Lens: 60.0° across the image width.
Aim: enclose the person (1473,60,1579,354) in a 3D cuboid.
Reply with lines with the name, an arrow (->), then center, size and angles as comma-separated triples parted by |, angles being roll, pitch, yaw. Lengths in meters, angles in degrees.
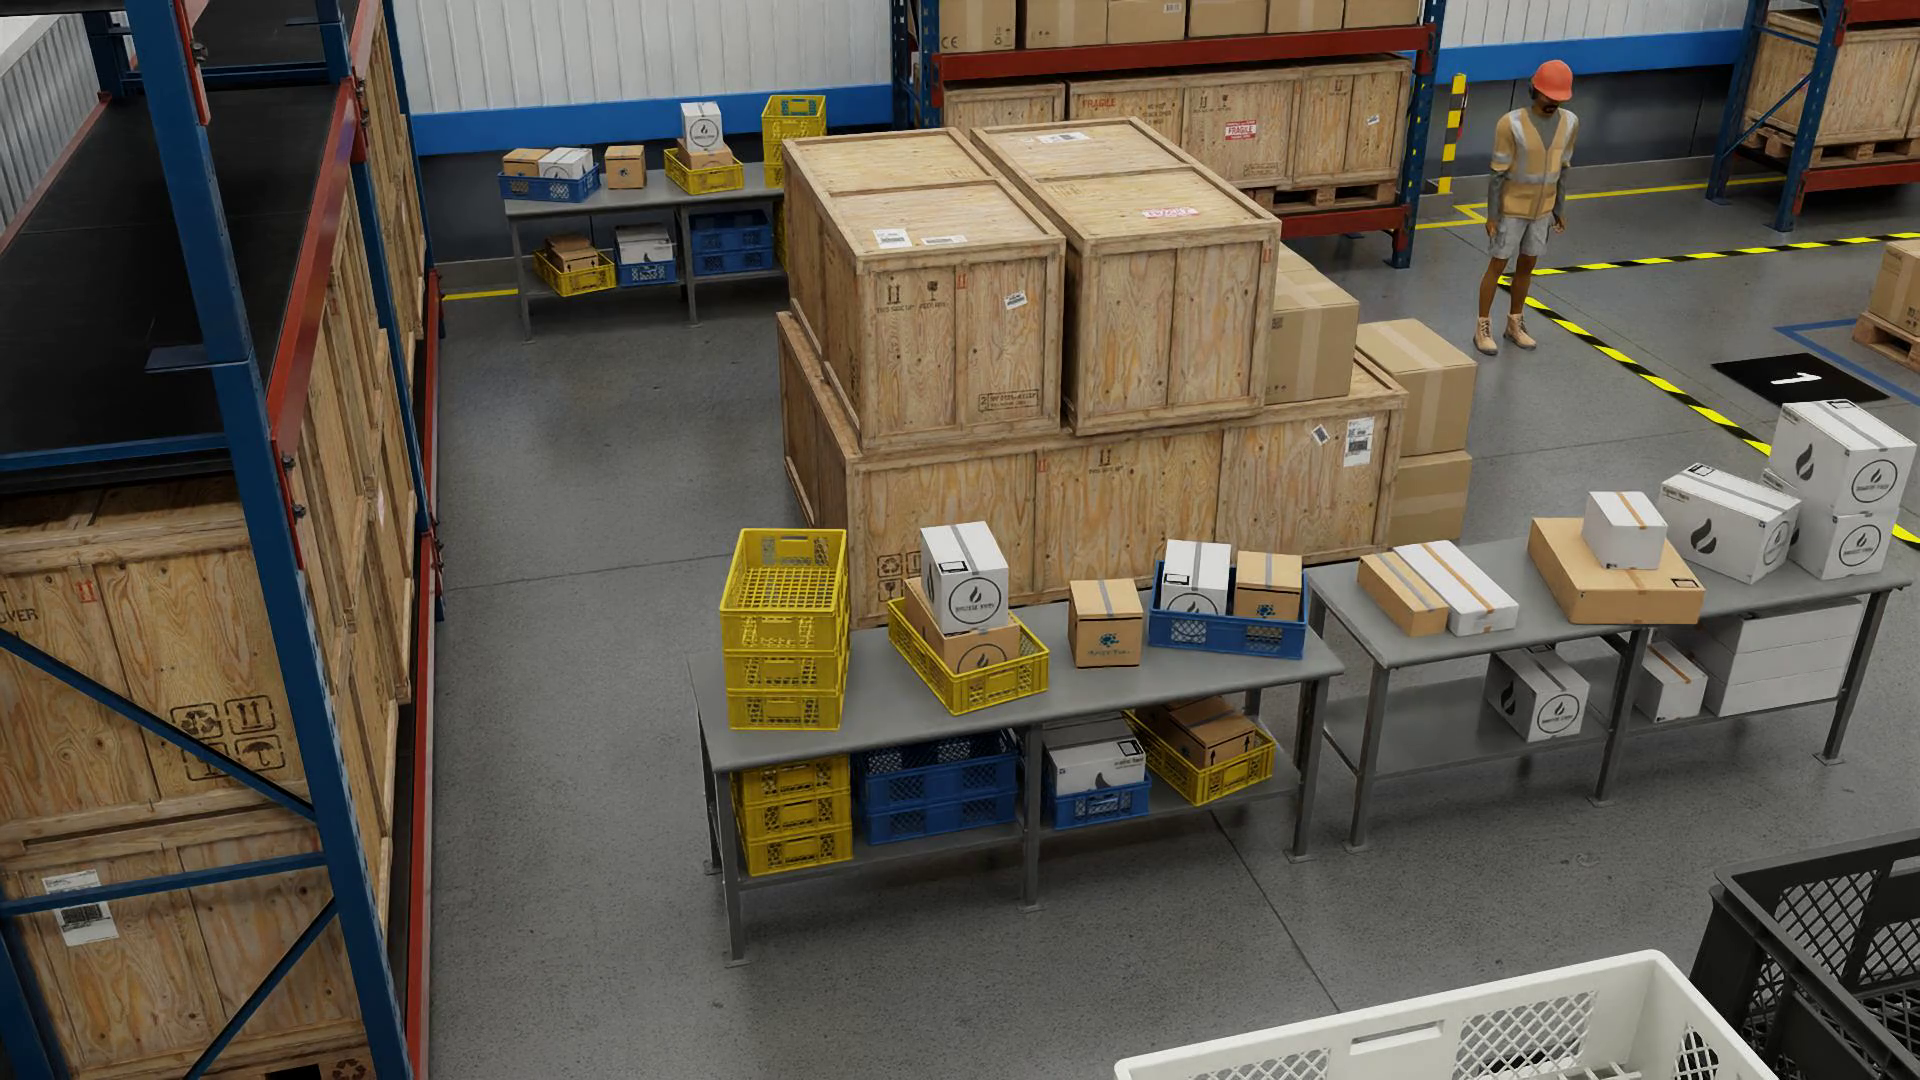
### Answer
person -> 3.897, -2.269, 11.409 | 0.604, 2.034, 0.386 | -7, 30, -13
